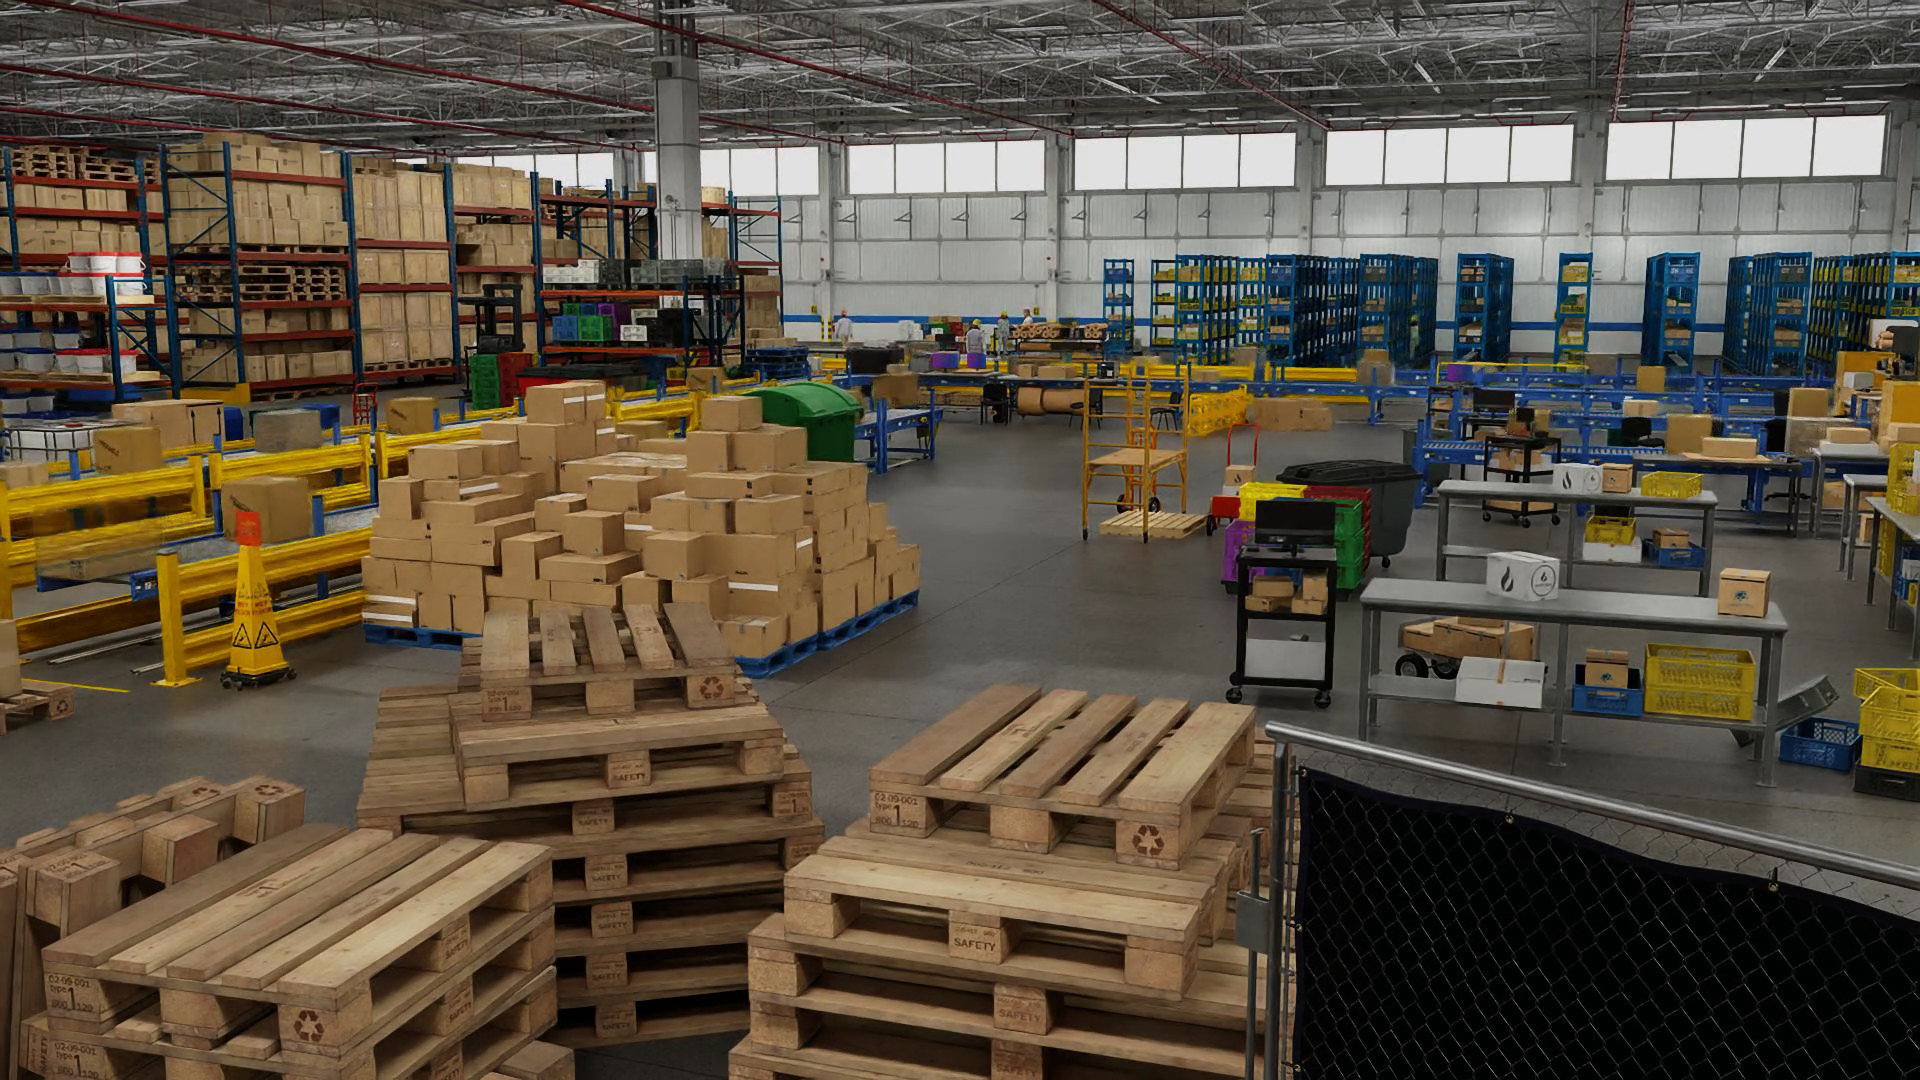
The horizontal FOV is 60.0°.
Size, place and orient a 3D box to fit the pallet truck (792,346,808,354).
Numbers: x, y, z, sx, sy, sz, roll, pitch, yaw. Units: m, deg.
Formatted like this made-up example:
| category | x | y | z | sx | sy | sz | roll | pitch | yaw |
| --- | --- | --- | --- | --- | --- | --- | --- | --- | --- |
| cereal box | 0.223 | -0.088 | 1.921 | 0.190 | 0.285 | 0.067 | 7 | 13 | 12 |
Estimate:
| category | x | y | z | sx | sy | sz | roll | pitch | yaw |
| --- | --- | --- | --- | --- | --- | --- | --- | --- | --- |
| pallet truck | -3.705 | -4.298 | 42.022 | 0.653 | 1.274 | 1.630 | 3 | 10 | 20 |

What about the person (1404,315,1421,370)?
| category | x | y | z | sx | sy | sz | roll | pitch | yaw |
| --- | --- | --- | --- | --- | --- | --- | --- | --- | --- |
| person | 14.069 | -6.080 | 51.638 | 0.598 | 1.805 | 0.624 | -8 | 12 | -41 |

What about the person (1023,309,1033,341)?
| category | x | y | z | sx | sy | sz | roll | pitch | yaw |
| --- | --- | --- | --- | --- | --- | --- | --- | --- | --- |
| person | 2.267 | -6.868 | 56.282 | 0.407 | 1.902 | 0.639 | 1 | 9 | 5 |

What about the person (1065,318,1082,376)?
| category | x | y | z | sx | sy | sz | roll | pitch | yaw |
| --- | --- | --- | --- | --- | --- | --- | --- | --- | --- |
| person | 3.289 | -5.471 | 47.811 | 0.587 | 1.800 | 0.922 | -5 | 10 | -27 |

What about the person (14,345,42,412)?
| category | x | y | z | sx | sy | sz | roll | pitch | yaw |
| --- | --- | --- | --- | --- | --- | --- | --- | --- | --- |
| person | -19.771 | -3.551 | 35.501 | 0.610 | 1.886 | 0.640 | 3 | 10 | 20 |

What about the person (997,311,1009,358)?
| category | x | y | z | sx | sy | sz | roll | pitch | yaw |
| --- | --- | --- | --- | --- | --- | --- | --- | --- | --- |
| person | 1.602 | -7.513 | 60.874 | 0.482 | 1.737 | 0.350 | -5 | 10 | -29 |

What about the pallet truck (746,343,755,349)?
| category | x | y | z | sx | sy | sz | roll | pitch | yaw |
| --- | --- | --- | --- | --- | --- | --- | --- | --- | --- |
| pallet truck | -6.183 | -4.618 | 44.264 | 1.601 | 1.201 | 0.680 | -9 | 12 | -43 |

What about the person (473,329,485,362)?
| category | x | y | z | sx | sy | sz | roll | pitch | yaw |
| --- | --- | --- | --- | --- | --- | --- | --- | --- | --- |
| person | -12.041 | -4.482 | 41.971 | 0.321 | 1.694 | 0.534 | 8 | 12 | 40 |

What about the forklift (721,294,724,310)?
| category | x | y | z | sx | sy | sz | roll | pitch | yaw |
| --- | --- | --- | --- | --- | --- | --- | --- | --- | --- |
| forklift | -7.935 | -6.826 | 52.952 | 1.129 | 2.768 | 1.873 | 0 | 9 | 1 |

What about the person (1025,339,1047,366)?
| category | x | y | z | sx | sy | sz | roll | pitch | yaw |
| --- | --- | --- | --- | --- | --- | --- | --- | --- | --- |
| person | 1.680 | -3.946 | 37.950 | 0.999 | 1.882 | 0.637 | 7 | 11 | 36 |

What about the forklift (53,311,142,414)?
| category | x | y | z | sx | sy | sz | roll | pitch | yaw |
| --- | --- | --- | --- | --- | --- | --- | --- | --- | --- |
| forklift | -19.155 | -4.215 | 36.553 | 1.873 | 2.768 | 1.129 | 3 | 10 | 20 |

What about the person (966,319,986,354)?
| category | x | y | z | sx | sy | sz | roll | pitch | yaw |
| --- | --- | --- | --- | --- | --- | --- | --- | --- | --- |
| person | 0.465 | -5.194 | 45.980 | 0.601 | 1.830 | 0.404 | 5 | 10 | 29 |

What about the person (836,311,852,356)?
| category | x | y | z | sx | sy | sz | roll | pitch | yaw |
| --- | --- | --- | --- | --- | --- | --- | --- | --- | --- |
| person | -4.338 | -7.685 | 62.004 | 0.590 | 1.699 | 0.884 | -4 | 10 | -23 |

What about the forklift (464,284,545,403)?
| category | x | y | z | sx | sy | sz | roll | pitch | yaw |
| --- | --- | --- | --- | --- | --- | --- | --- | --- | --- |
| forklift | -10.832 | -4.702 | 39.610 | 1.129 | 2.768 | 1.873 | 3 | 10 | 20 |
